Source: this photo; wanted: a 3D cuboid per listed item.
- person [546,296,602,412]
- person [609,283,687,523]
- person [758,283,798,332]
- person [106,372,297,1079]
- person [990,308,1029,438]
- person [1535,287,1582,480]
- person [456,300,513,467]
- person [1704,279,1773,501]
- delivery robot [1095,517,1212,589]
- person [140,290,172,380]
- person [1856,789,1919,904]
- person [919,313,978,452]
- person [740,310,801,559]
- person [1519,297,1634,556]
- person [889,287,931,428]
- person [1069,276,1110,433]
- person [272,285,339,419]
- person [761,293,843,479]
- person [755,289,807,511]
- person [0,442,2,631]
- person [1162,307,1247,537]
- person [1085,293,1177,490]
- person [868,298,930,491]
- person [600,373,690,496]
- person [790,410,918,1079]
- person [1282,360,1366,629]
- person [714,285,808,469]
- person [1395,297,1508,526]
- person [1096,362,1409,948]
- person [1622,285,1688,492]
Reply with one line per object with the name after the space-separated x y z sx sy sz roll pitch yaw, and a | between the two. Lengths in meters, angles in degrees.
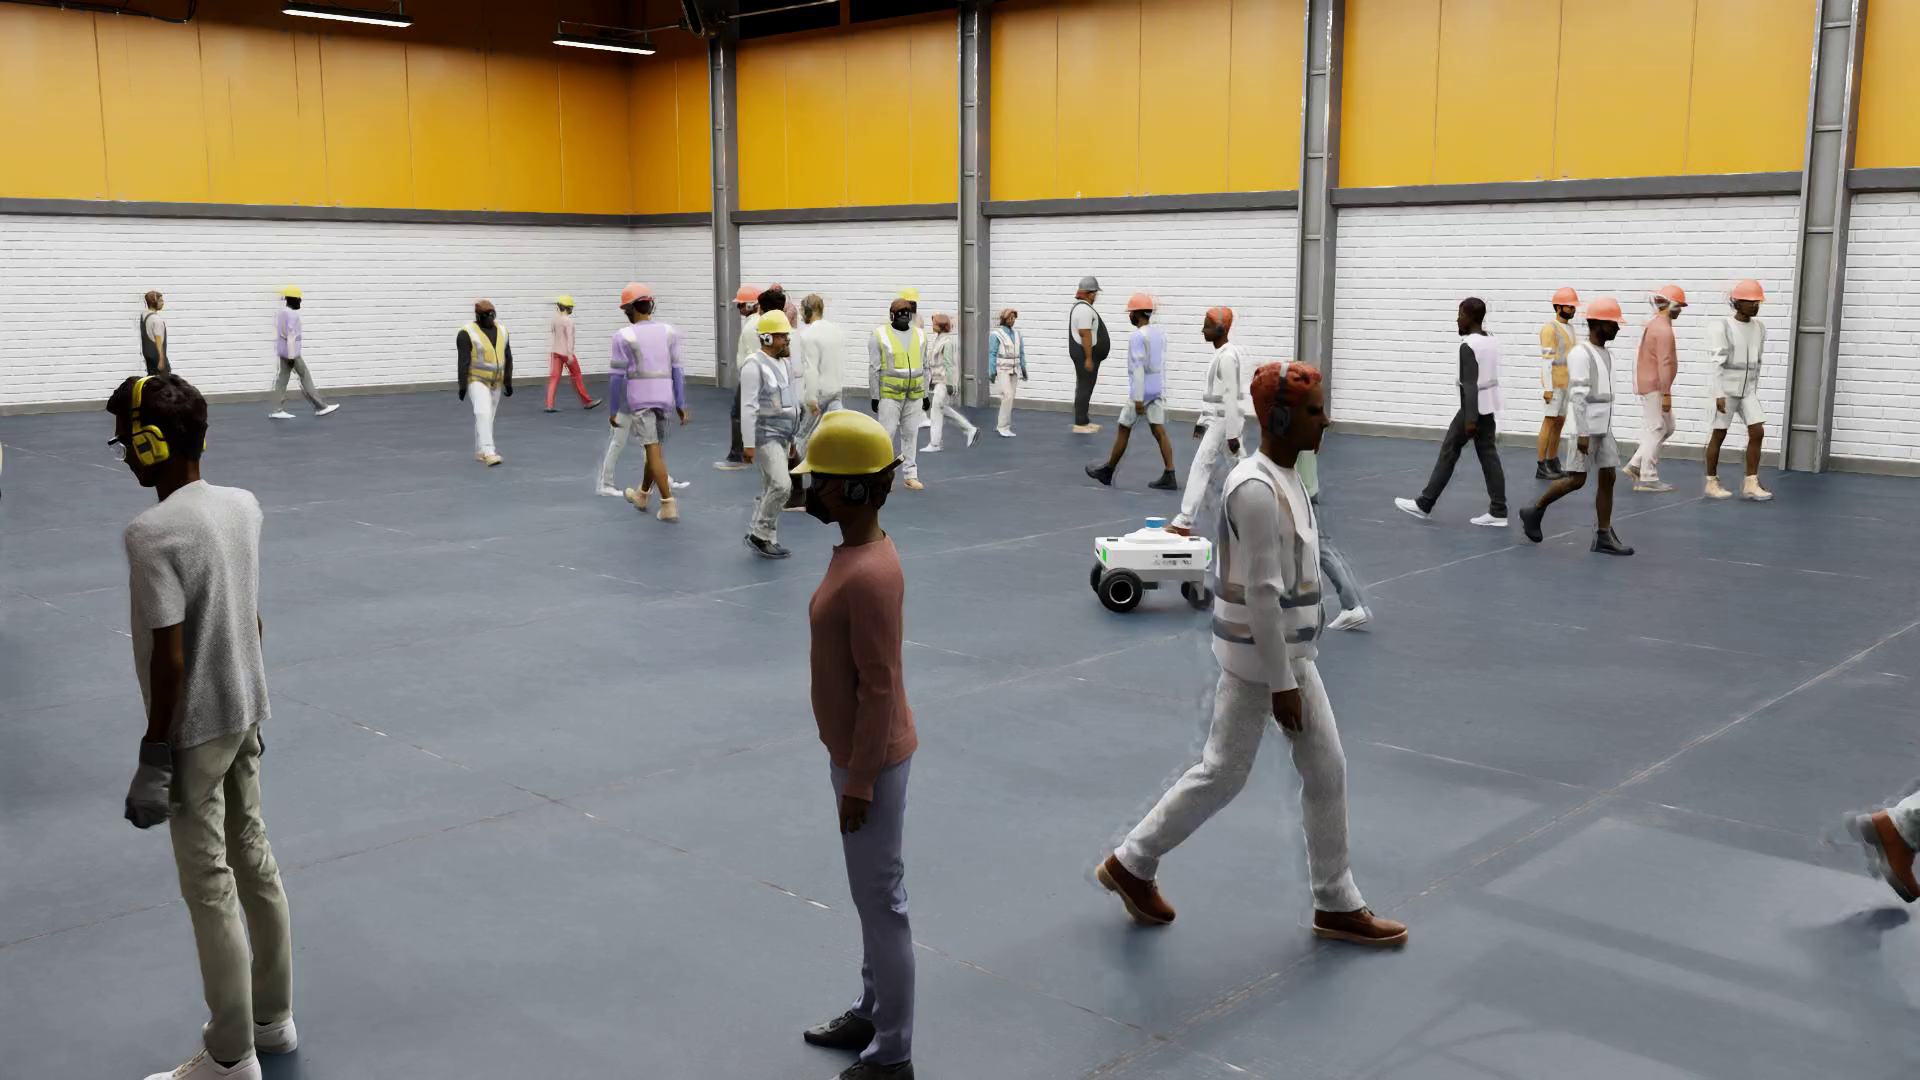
-5.813 -2.764 24.726 0.553 1.712 0.910 9 13 42 | person
-2.703 -1.160 14.082 0.629 1.986 1.034 -8 12 -42 | person
-2.802 -2.975 25.467 0.652 1.904 0.405 -4 10 -24 | person
-1.956 0.504 4.269 0.331 1.865 0.519 1 9 7 | person
0.632 -2.091 20.928 0.454 1.625 0.518 8 12 41 | person
6.054 -1.574 16.774 0.356 1.936 0.551 9 13 43 | person
-5.111 -1.689 17.988 0.818 1.782 0.649 6 11 33 | person
7.109 -1.343 15.110 0.623 2.015 0.785 -2 10 -14 | person
1.215 0.101 10.448 0.707 0.478 0.477 0 9 -2 | delivery robot
-11.239 -2.553 23.125 0.520 1.826 0.787 7 11 36 | person
3.336 0.334 5.174 0.855 1.916 0.635 8 12 39 | person
-0.129 -1.828 19.320 0.690 1.612 0.520 -2 9 -13 | person
-1.353 -0.753 12.083 0.429 1.820 0.615 4 10 21 | person
4.671 -0.857 12.446 0.552 1.918 0.803 -7 12 -38 | person
-0.676 -2.444 22.303 0.986 1.873 0.606 7 12 38 | person
1.682 -2.413 21.606 0.538 2.000 0.688 0 9 -3 | person
-9.372 -2.665 23.615 0.943 1.880 0.617 -7 11 -36 | person
-1.371 -1.359 15.617 1.046 1.882 0.634 5 11 28 | person
-1.645 -1.219 14.575 0.724 1.937 0.631 2 10 14 | person
-5.823 -0.342 9.544 0.404 1.830 0.601 7 11 35 | person
2.066 -0.900 12.996 0.999 1.838 0.591 2 9 10 | person
1.708 -1.438 16.094 0.997 1.880 0.573 6 11 35 | person
-0.566 -1.383 15.902 0.634 1.841 0.429 -5 10 -26 | person
-2.990 -1.182 15.440 0.840 1.580 0.491 2 9 12 | person
-0.268 0.550 4.281 0.314 1.769 0.524 -1 9 -7 | person
2.005 -0.261 9.782 0.851 1.593 0.517 6 11 31 | person
-2.111 -1.714 17.583 0.929 1.962 0.614 1 9 7 | person
4.158 -1.067 13.839 0.976 1.871 0.624 7 12 38 | person
0.910 0.360 5.233 0.944 1.846 0.574 5 10 26 | person
6.670 -1.436 15.841 0.428 1.966 0.665 2 10 13 | person
